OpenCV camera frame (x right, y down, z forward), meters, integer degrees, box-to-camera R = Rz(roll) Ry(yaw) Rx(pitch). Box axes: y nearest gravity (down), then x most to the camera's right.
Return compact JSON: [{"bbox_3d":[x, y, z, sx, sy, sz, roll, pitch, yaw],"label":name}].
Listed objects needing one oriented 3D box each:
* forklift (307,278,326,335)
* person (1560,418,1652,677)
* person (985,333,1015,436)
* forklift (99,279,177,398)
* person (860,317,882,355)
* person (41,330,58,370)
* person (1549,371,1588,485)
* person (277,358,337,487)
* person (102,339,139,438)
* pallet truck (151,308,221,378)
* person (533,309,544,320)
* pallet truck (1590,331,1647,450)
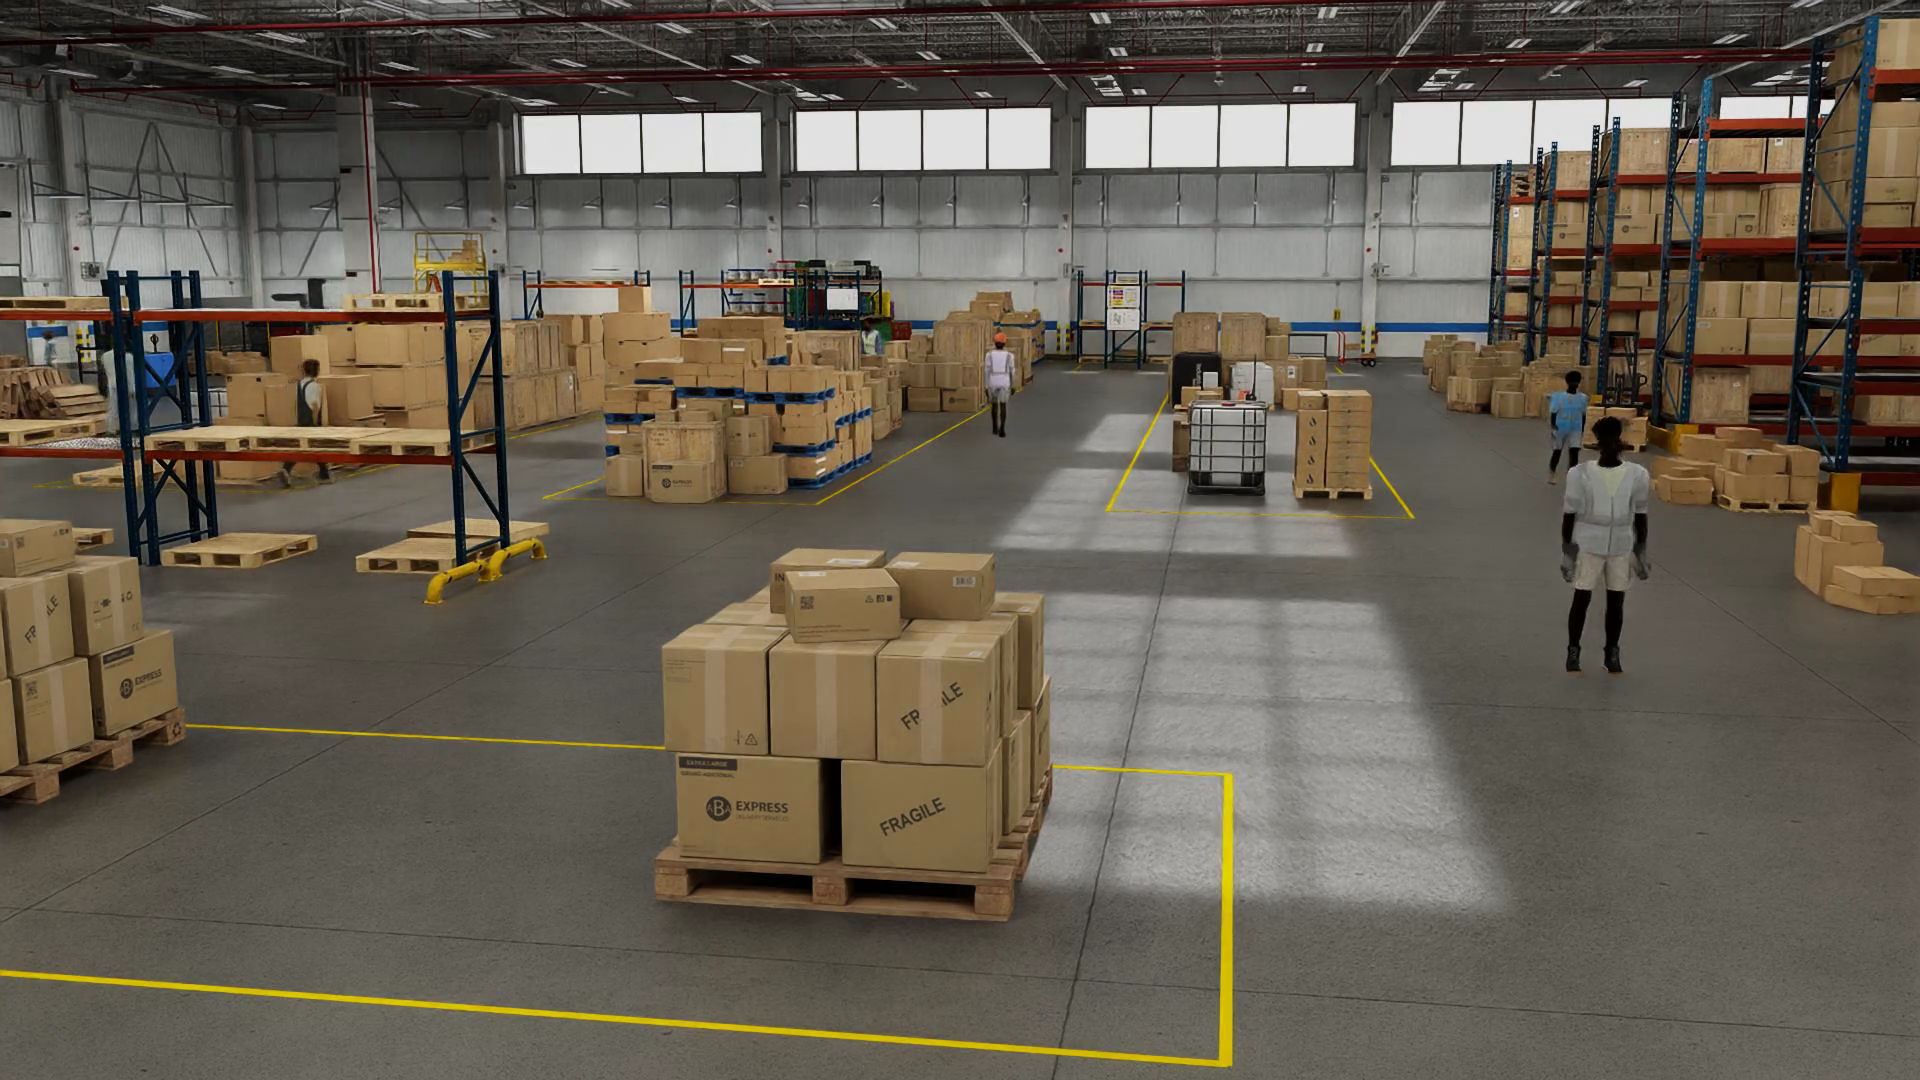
[{"bbox_3d":[-16.718,-5.419,43.336,1.873,2.768,1.129,-3,10,-17],"label":"forklift"},{"bbox_3d":[4.821,0.060,12.440,0.654,1.947,0.373,1,9,8],"label":"person"},{"bbox_3d":[0.731,-2.857,30.592,0.557,1.892,0.990,0,9,1],"label":"person"},{"bbox_3d":[-19.606,-4.720,39.027,1.873,2.768,1.129,1,9,9],"label":"forklift"},{"bbox_3d":[-2.187,-4.623,41.514,0.604,1.879,0.935,8,12,40],"label":"person"},{"bbox_3d":[-21.977,-4.295,40.336,0.753,1.605,0.516,-8,12,-40],"label":"person"},{"bbox_3d":[8.461,-1.548,23.206,0.530,1.663,0.850,1,9,6],"label":"person"},{"bbox_3d":[-9.161,-1.632,23.274,0.524,1.810,0.867,5,10,27],"label":"person"},{"bbox_3d":[-15.042,-2.730,29.827,0.624,1.892,1.006,0,9,1],"label":"person"},{"bbox_3d":[-21.869,-5.598,47.154,0.823,1.965,1.885,4,10,26],"label":"pallet truck"},{"bbox_3d":[-11.956,-5.618,47.459,0.635,1.939,0.362,3,10,16],"label":"person"},{"bbox_3d":[11.253,-2.573,28.499,0.823,1.965,1.885,5,10,27],"label":"pallet truck"}]
